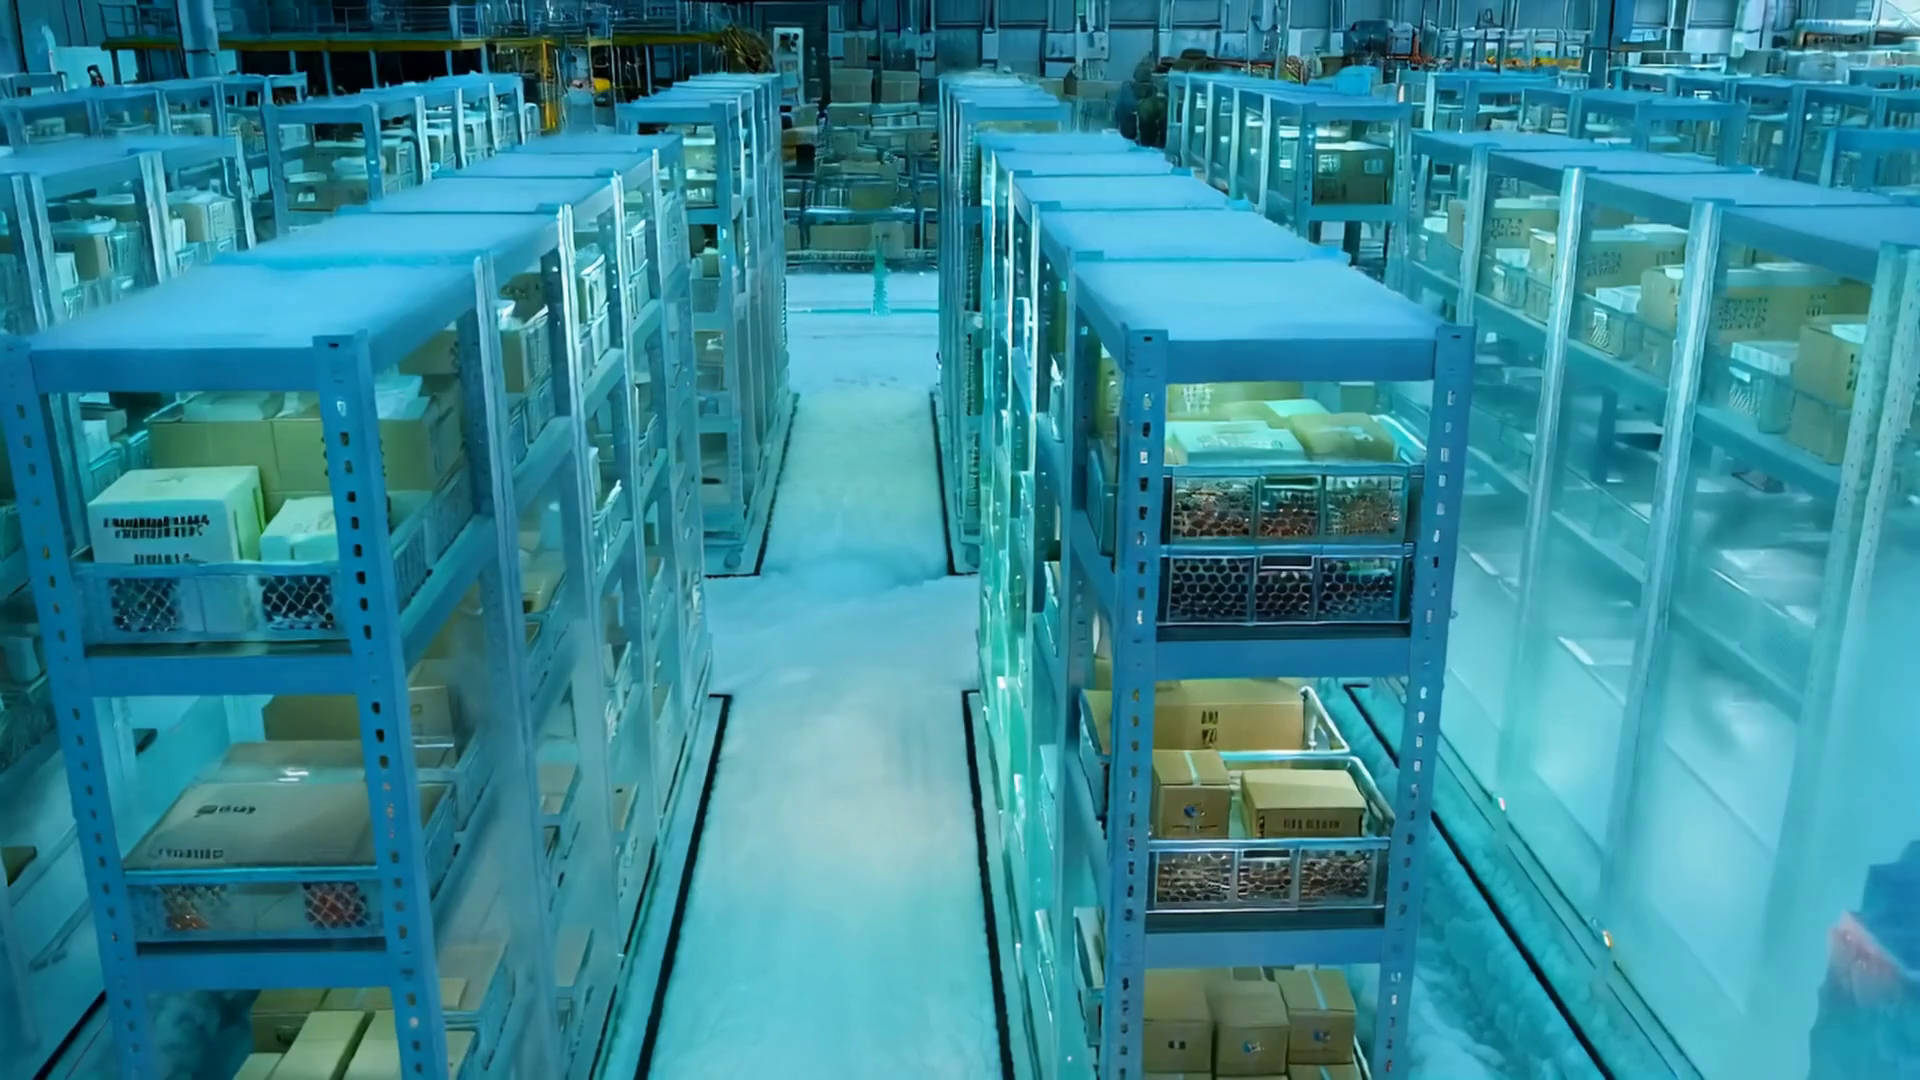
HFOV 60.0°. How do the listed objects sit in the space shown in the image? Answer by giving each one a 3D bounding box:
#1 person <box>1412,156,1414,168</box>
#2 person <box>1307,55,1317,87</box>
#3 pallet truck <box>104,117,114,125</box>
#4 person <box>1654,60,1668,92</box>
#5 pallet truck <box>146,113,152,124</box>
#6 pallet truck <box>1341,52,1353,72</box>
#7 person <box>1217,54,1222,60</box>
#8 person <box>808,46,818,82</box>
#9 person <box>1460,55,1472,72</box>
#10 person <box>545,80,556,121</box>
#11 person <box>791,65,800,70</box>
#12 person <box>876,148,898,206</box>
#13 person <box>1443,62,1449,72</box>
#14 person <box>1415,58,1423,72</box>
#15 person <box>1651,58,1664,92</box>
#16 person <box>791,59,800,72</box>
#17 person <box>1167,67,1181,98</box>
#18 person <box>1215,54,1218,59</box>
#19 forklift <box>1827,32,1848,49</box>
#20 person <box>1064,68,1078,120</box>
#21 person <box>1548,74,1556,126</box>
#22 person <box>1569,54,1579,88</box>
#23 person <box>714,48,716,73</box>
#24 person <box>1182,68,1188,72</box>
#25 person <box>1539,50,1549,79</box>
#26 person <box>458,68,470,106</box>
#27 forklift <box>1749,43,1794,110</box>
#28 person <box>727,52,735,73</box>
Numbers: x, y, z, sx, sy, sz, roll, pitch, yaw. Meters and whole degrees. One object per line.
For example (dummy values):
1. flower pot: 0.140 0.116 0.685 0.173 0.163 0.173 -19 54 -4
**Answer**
1. person: 12.249 -10.742 44.433 0.541 1.679 0.582 0 18 -1
2. person: 16.803 -22.180 79.429 0.374 1.933 0.621 -11 21 -31
3. pallet truck: -18.367 -7.885 35.078 1.885 1.965 0.823 1 18 2
4. person: 30.189 -19.699 71.750 0.379 1.932 0.699 -1 18 -4
5. pallet truck: -18.087 -8.309 36.390 1.885 1.965 0.823 -1 18 -4
6. pallet truck: 18.794 -23.123 82.231 0.823 1.965 1.885 -13 22 -35
7. person: 13.092 -23.510 83.734 0.816 1.814 0.630 -1 18 -2
8. person: -8.289 -26.916 94.050 0.608 1.948 0.389 -16 24 -41
9. person: 23.899 -21.931 78.673 0.392 1.917 0.592 -14 23 -38
10. person: -15.484 -16.696 62.525 0.337 1.882 0.583 14 22 36
11. person: -9.010 -25.932 91.036 0.590 1.926 0.388 -17 24 -41
12. person: -1.367 -6.300 30.545 0.533 1.768 0.311 17 24 42
13. person: 21.902 -20.685 75.094 0.310 1.743 0.493 7 19 20
14. person: 20.373 -20.426 73.982 0.372 1.940 0.630 3 18 10
15. person: 34.539 -23.033 82.217 0.403 1.832 0.501 6 19 17
16. person: -8.837 -25.464 89.593 0.585 1.921 0.407 -3 18 -8
17. person: 8.207 -16.898 62.900 0.711 2.000 0.812 -4 18 -13
18. person: 13.511 -24.762 87.780 0.317 1.700 0.538 1 18 2
19. forklift: 46.023 -25.321 87.619 1.129 2.768 1.873 -1 18 -2
20. person: 4.206 -16.990 63.351 0.641 1.942 1.015 13 22 35
21. person: 20.819 -15.583 59.065 0.939 1.904 0.546 -2 18 -5
22. person: 29.606 -22.417 80.161 0.371 1.927 0.588 12 21 32
23. person: -13.849 -26.857 93.793 0.392 1.990 0.614 -6 19 -18
24. person: 8.746 -17.634 65.501 0.582 1.839 0.554 -10 20 -28
25. person: 30.969 -25.067 88.374 0.555 1.924 0.554 -10 20 -28
26. person: -19.118 -17.187 64.014 0.679 1.887 0.411 1 18 3
27. forklift: 31.203 -17.586 63.683 1.129 2.768 1.873 -1 18 -2
28. person: -12.111 -25.061 88.537 0.629 1.812 0.861 -16 24 -40
